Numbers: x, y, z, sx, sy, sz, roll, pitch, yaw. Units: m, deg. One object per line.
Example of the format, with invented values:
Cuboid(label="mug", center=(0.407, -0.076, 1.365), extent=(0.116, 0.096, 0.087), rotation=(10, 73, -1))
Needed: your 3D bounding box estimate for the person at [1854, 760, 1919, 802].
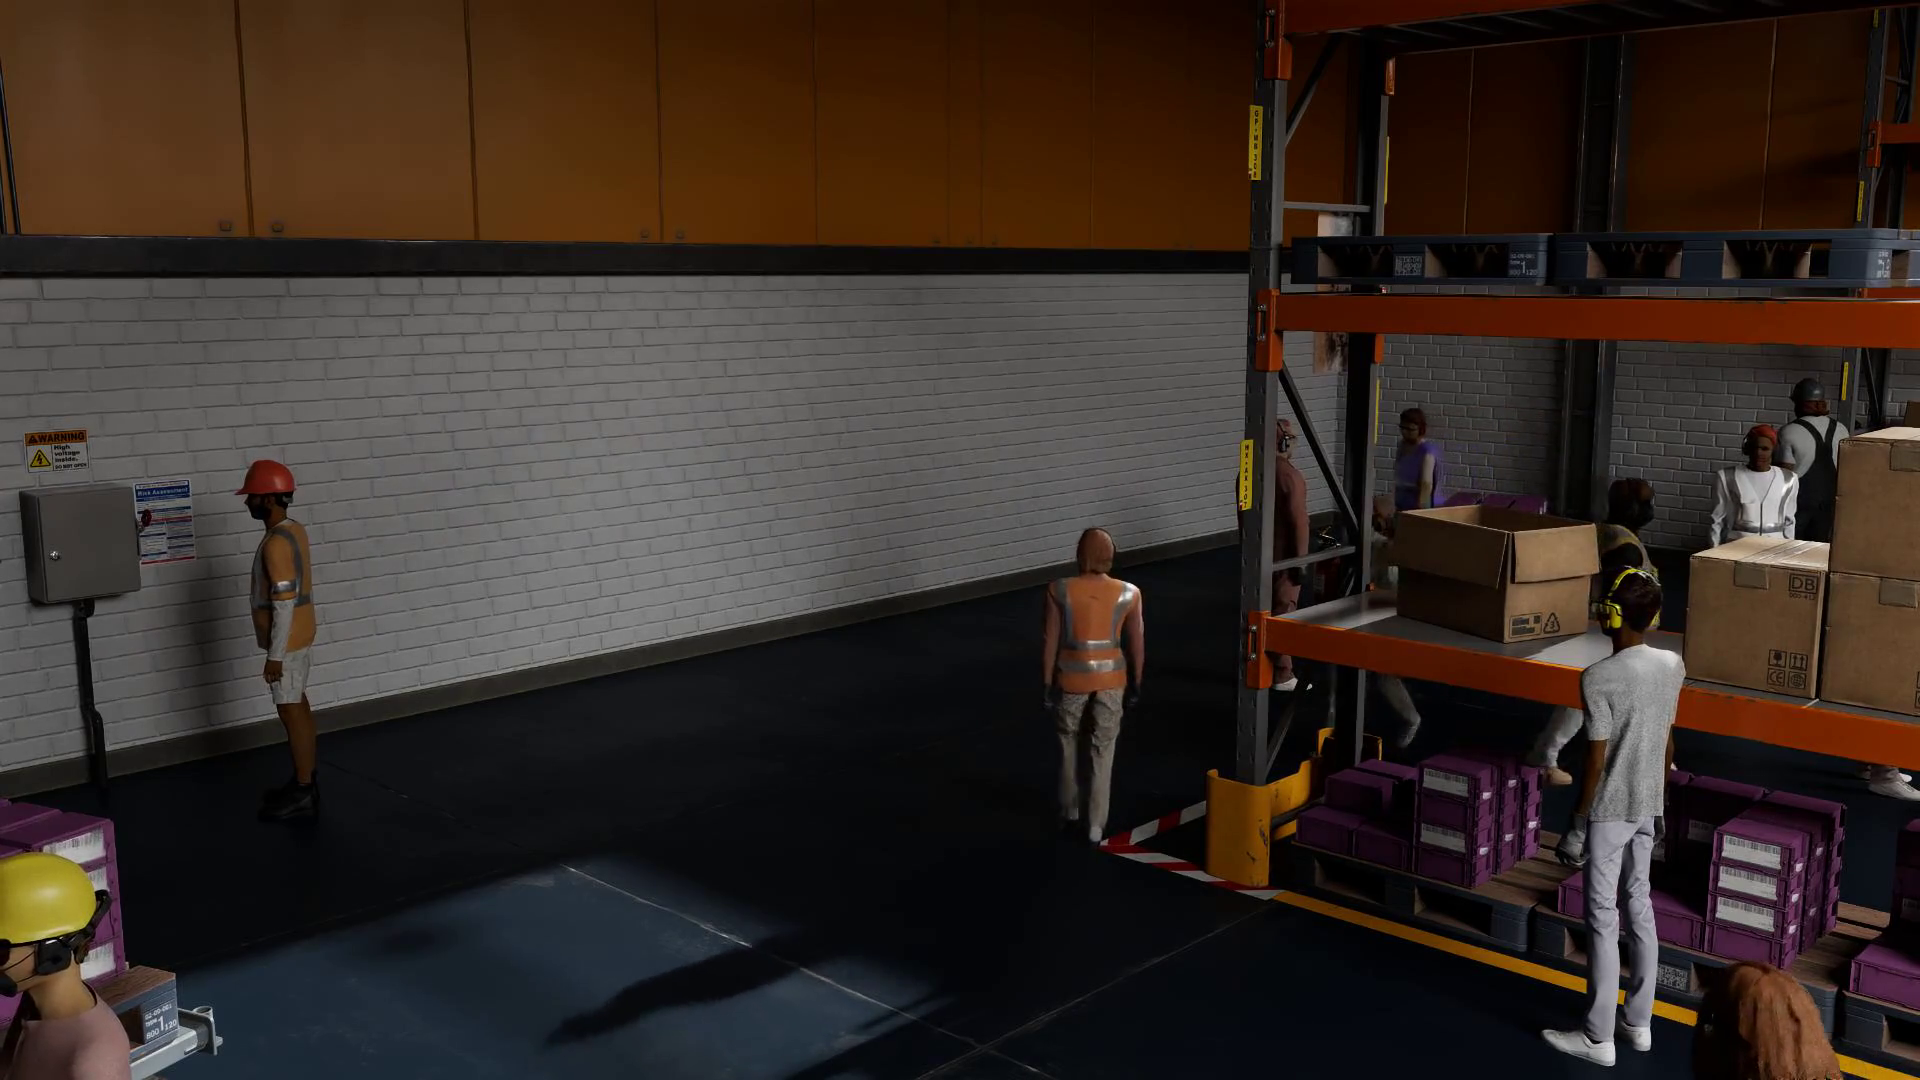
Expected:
Cuboid(label="person", center=(5.292, 0.490, 9.336), extent=(0.410, 1.905, 0.640), rotation=(3, 10, 16))

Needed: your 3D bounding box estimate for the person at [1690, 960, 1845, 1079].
Cuboid(label="person", center=(1.539, 1.615, 3.281), extent=(0.513, 1.627, 0.307), rotation=(-2, 10, -13))

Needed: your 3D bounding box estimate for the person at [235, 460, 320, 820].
Cuboid(label="person", center=(-3.662, 0.532, 8.963), extent=(0.356, 1.939, 0.543), rotation=(-2, 10, -15))

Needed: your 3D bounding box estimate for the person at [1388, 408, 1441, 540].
Cuboid(label="person", center=(3.843, -0.222, 14.010), extent=(0.500, 1.804, 0.617), rotation=(-2, 9, -11))

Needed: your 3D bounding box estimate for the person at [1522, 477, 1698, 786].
Cuboid(label="person", center=(3.686, 0.536, 9.376), extent=(0.972, 1.798, 0.637), rotation=(3, 10, 17))

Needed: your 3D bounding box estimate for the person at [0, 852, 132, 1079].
Cuboid(label="person", center=(-1.875, 1.507, 3.509), extent=(0.314, 1.769, 0.523), rotation=(-9, 13, -43))

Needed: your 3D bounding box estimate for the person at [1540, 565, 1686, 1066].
Cuboid(label="person", center=(2.438, 1.018, 6.196), extent=(0.513, 1.872, 0.328), rotation=(-5, 11, -30))

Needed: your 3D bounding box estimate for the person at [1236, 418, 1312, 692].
Cuboid(label="person", center=(2.219, 0.106, 11.661), extent=(0.411, 1.913, 0.643), rotation=(-6, 11, -32))

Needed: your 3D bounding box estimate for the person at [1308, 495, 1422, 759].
Cuboid(label="person", center=(2.500, 0.516, 10.074), extent=(0.788, 1.609, 0.518), rotation=(-6, 11, -34))

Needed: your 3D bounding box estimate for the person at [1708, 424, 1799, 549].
Cuboid(label="person", center=(5.509, 0.131, 11.590), extent=(0.578, 1.881, 0.346), rotation=(1, 9, 7))

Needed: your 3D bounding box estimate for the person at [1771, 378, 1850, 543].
Cuboid(label="person", center=(7.102, -0.355, 14.087), extent=(0.672, 2.000, 0.536), rotation=(-2, 10, -13))

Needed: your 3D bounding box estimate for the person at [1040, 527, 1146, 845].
Cuboid(label="person", center=(0.691, 0.739, 8.643), extent=(0.545, 1.614, 0.599), rotation=(1, 9, 5))
